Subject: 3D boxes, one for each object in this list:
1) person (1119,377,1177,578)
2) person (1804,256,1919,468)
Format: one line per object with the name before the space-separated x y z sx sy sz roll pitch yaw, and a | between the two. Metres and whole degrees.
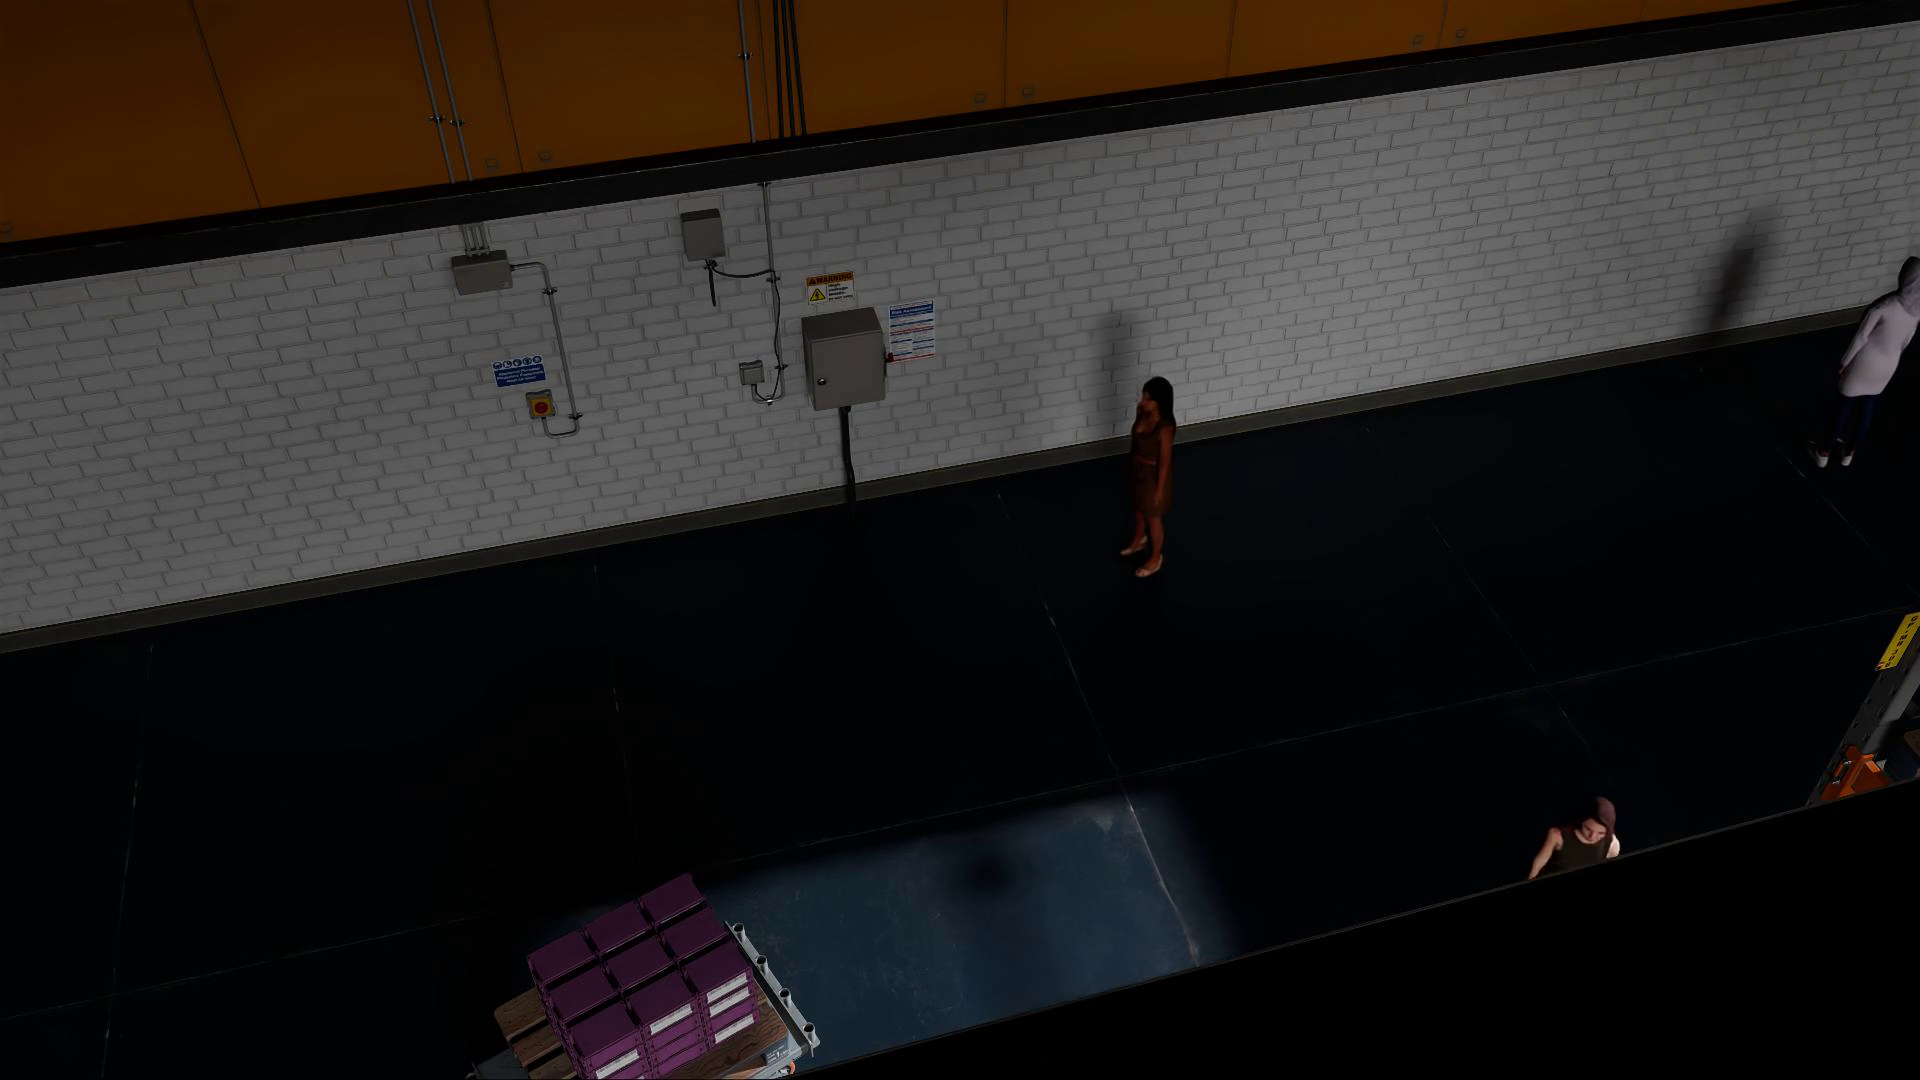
person | 1.300 -0.444 11.331 0.646 1.685 0.489 -17 46 -17
person | 6.659 -1.274 12.137 0.628 1.775 0.564 -6 44 -6
